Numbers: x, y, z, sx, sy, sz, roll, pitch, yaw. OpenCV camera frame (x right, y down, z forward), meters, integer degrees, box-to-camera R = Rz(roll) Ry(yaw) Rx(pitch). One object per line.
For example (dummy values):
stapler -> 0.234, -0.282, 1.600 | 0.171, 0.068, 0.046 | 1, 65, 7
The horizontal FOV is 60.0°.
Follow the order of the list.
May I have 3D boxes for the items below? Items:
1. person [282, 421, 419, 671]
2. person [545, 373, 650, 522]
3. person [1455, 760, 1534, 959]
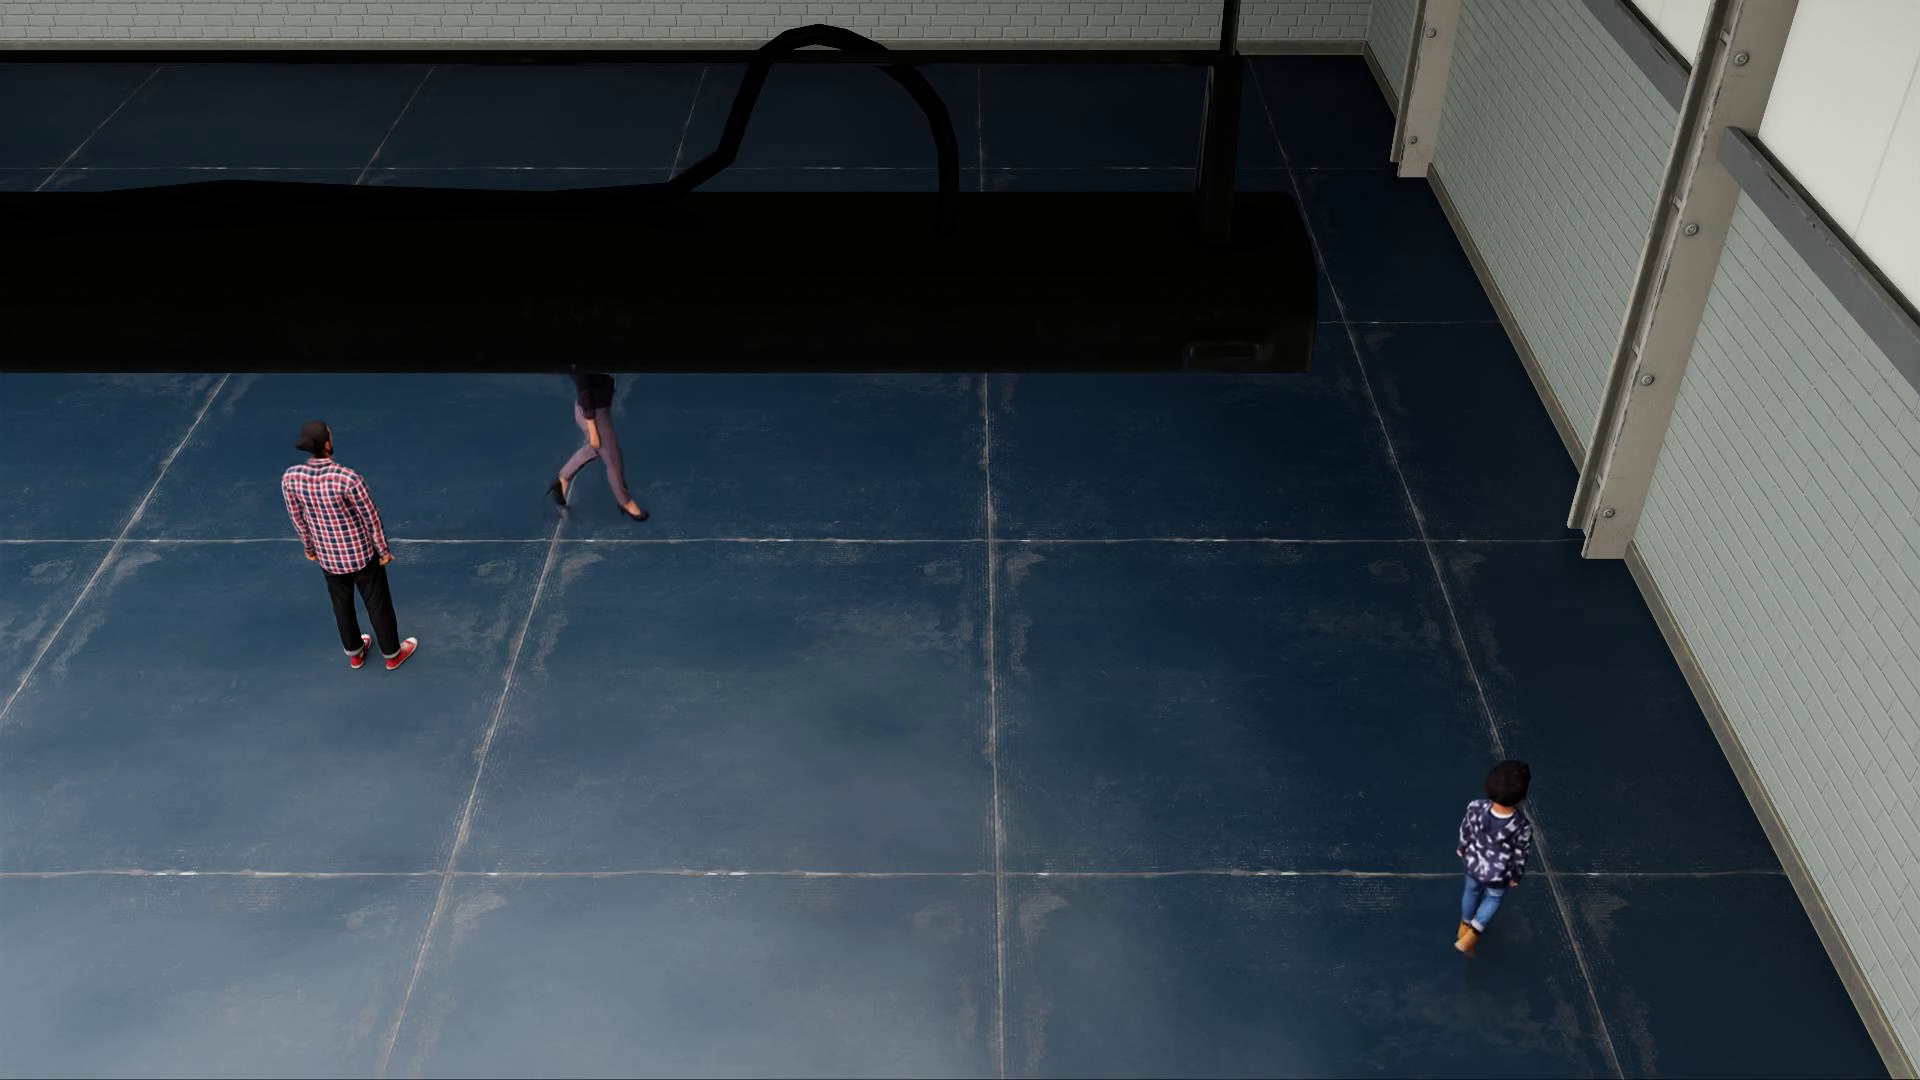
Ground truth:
person -> -3.664, 0.046, 9.931 | 0.701, 1.760, 0.593 | 3, 37, 3
person -> -2.517, -0.802, 11.133 | 0.777, 1.654, 0.901 | -7, 38, -9
person -> 2.628, 1.614, 8.294 | 0.683, 1.245, 0.758 | 25, 44, 29
